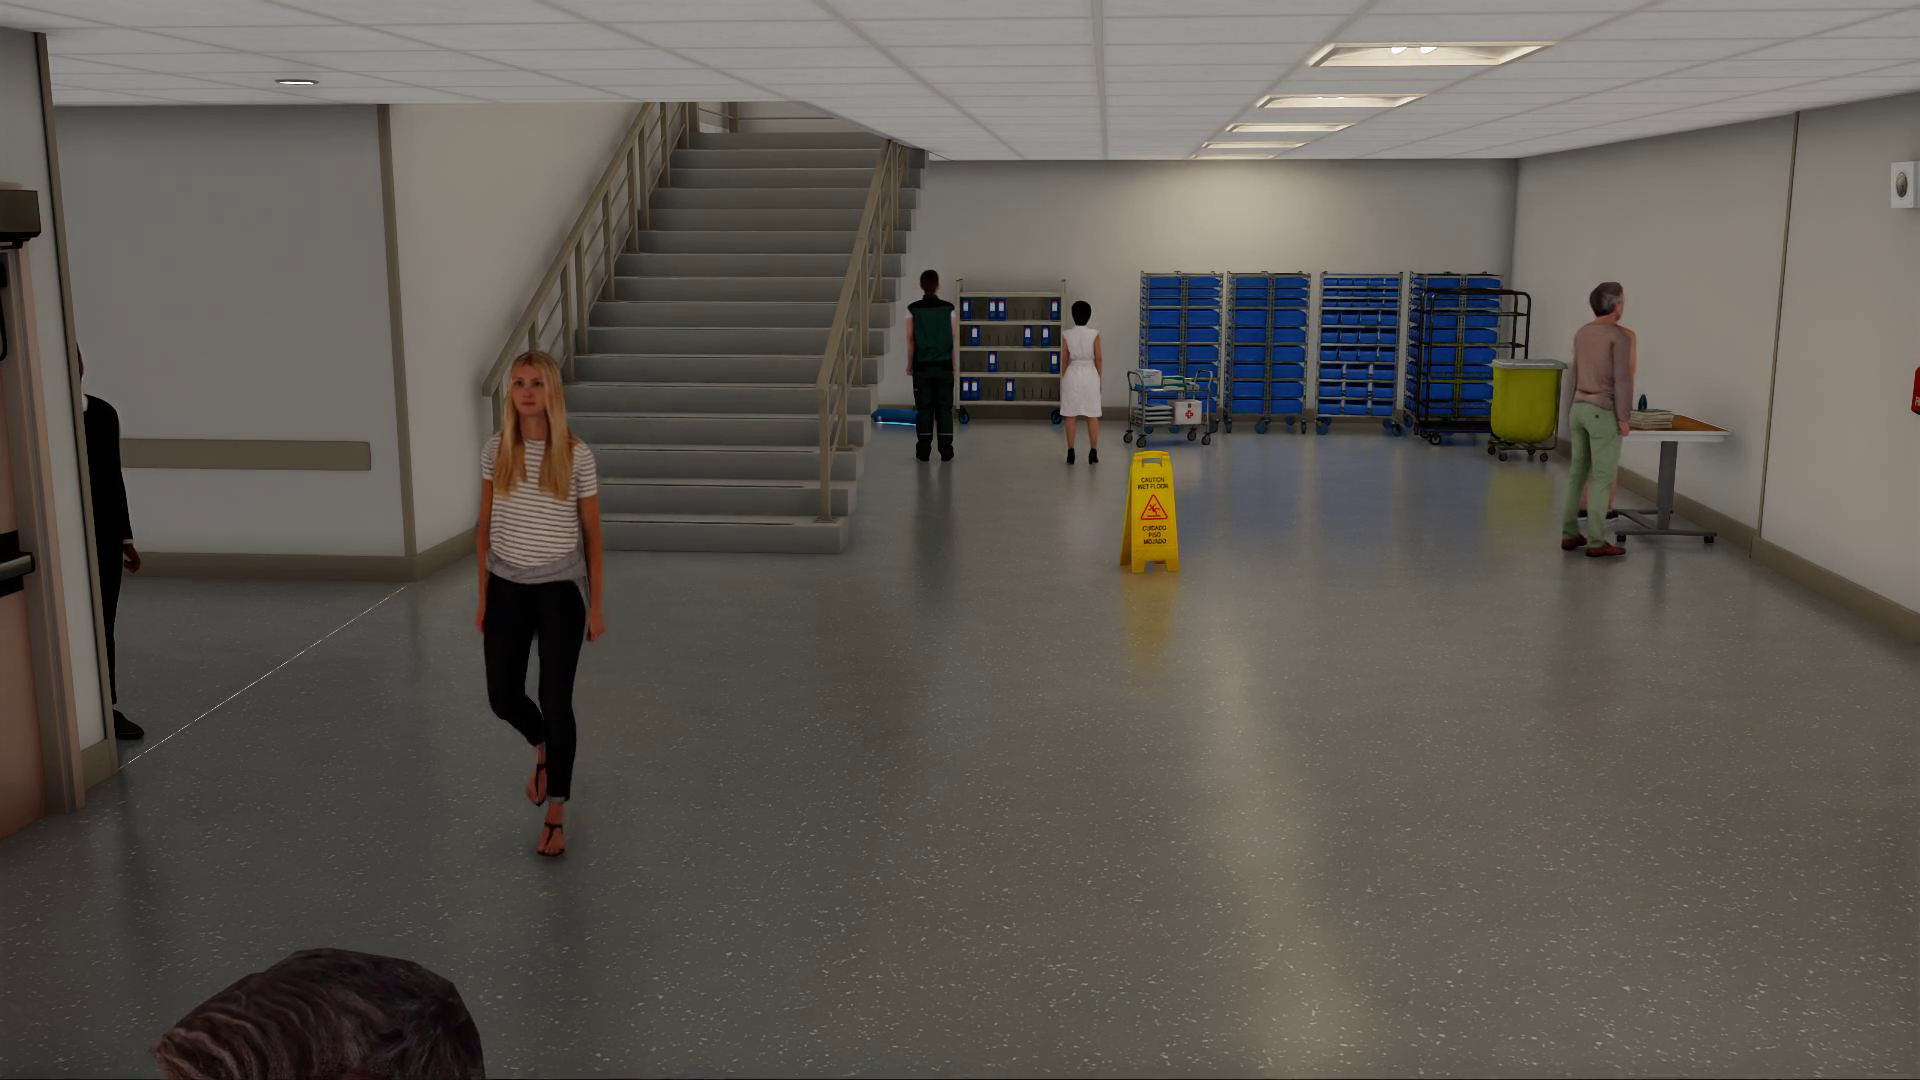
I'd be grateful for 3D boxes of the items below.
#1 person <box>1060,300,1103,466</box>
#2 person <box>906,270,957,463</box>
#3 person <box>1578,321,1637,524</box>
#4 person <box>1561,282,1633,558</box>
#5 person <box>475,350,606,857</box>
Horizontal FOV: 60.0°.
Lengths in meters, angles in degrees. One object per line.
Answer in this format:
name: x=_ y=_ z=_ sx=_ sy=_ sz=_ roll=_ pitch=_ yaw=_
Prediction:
person: x=1.158 y=-1.504 z=15.861 sx=0.558 sy=1.555 sz=0.520 roll=2 pitch=11 yaw=8
person: x=-0.265 y=-1.687 z=16.072 sx=0.661 sy=1.838 sz=0.613 roll=0 pitch=11 yaw=-2
person: x=4.931 y=-1.034 z=12.765 sx=0.672 sy=1.787 sz=0.664 roll=6 pitch=12 yaw=30
person: x=4.401 y=-0.834 z=11.493 sx=0.815 sy=1.869 sz=0.673 roll=-4 pitch=11 yaw=-20
person: x=-1.531 y=0.214 z=6.110 sx=0.658 sy=1.817 sz=0.799 roll=0 pitch=11 yaw=0
